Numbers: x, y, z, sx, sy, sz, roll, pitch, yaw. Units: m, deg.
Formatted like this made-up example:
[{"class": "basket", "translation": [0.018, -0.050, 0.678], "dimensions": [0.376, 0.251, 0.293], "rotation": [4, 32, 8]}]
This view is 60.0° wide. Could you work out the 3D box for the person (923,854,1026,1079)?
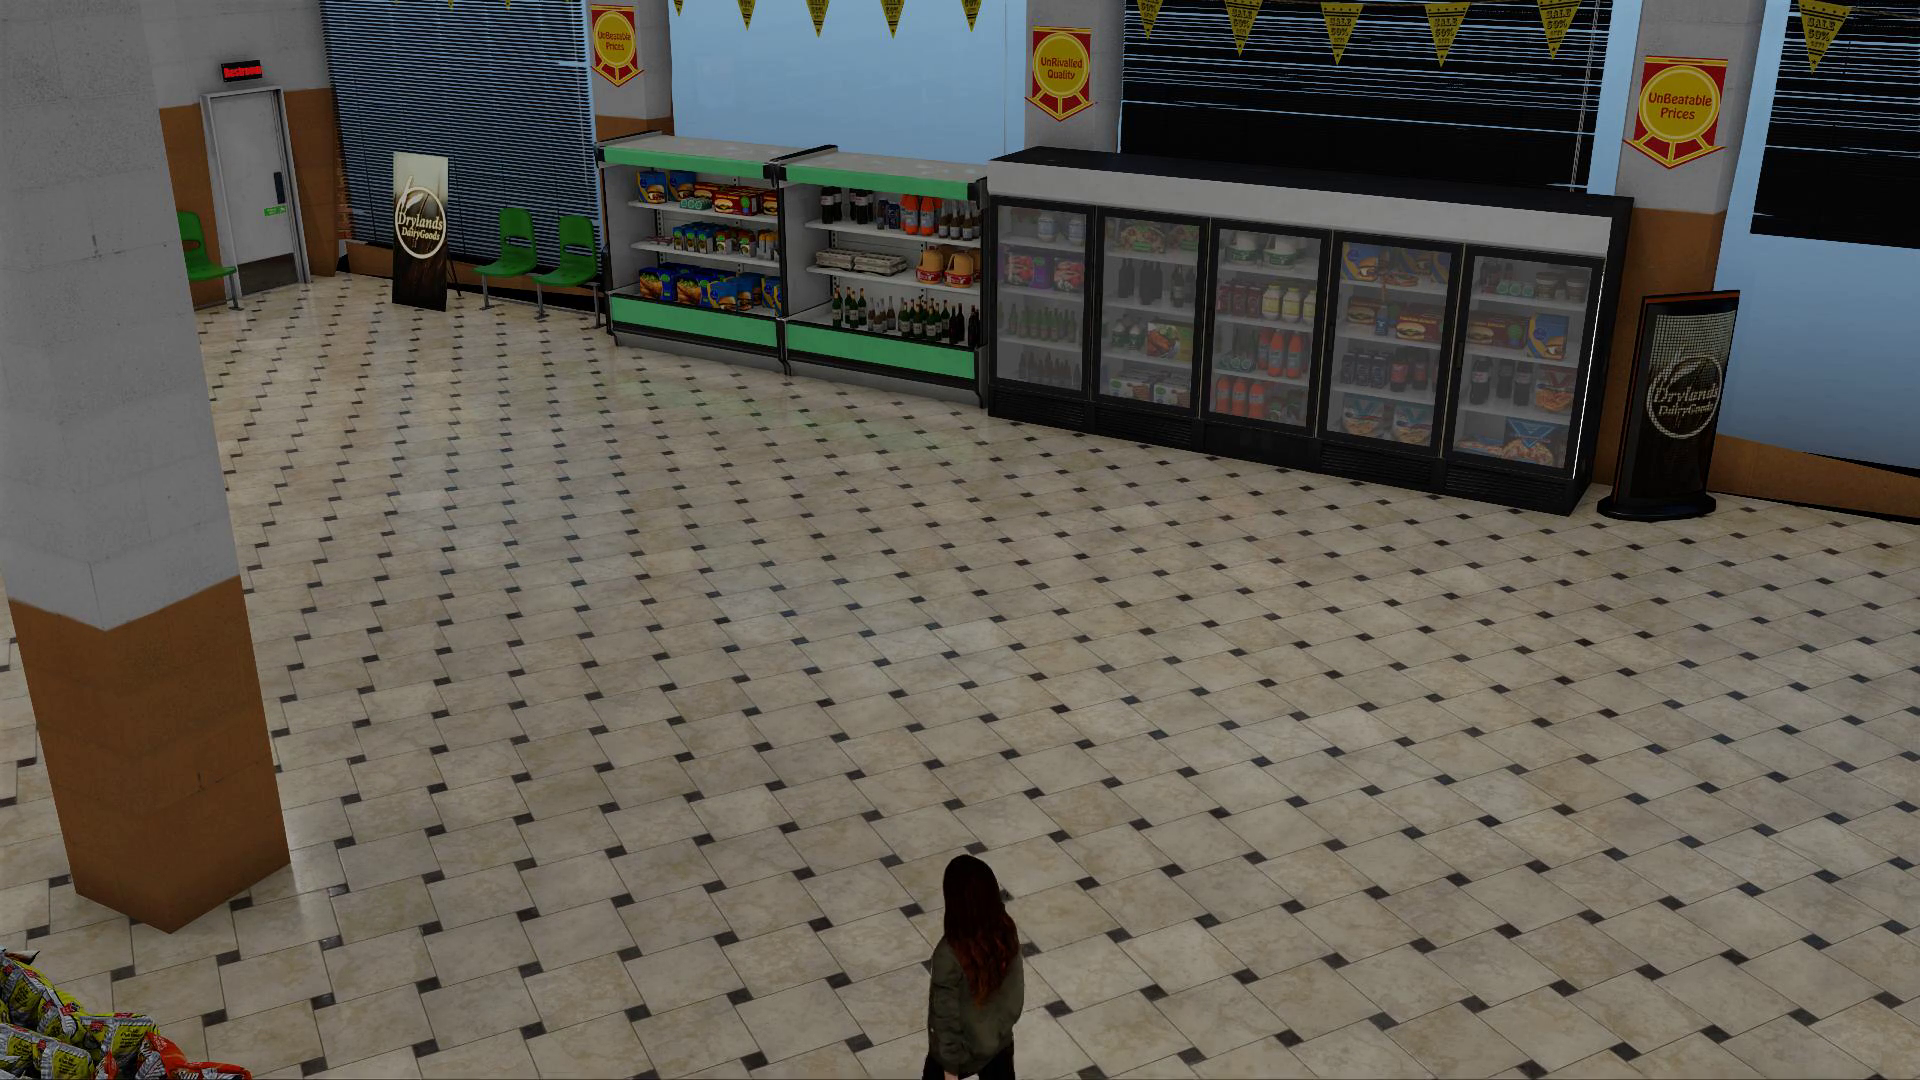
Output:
[{"class": "person", "translation": [0.110, 1.813, 5.875], "dimensions": [1.058, 1.436, 0.746], "rotation": [19, 29, 40]}]
